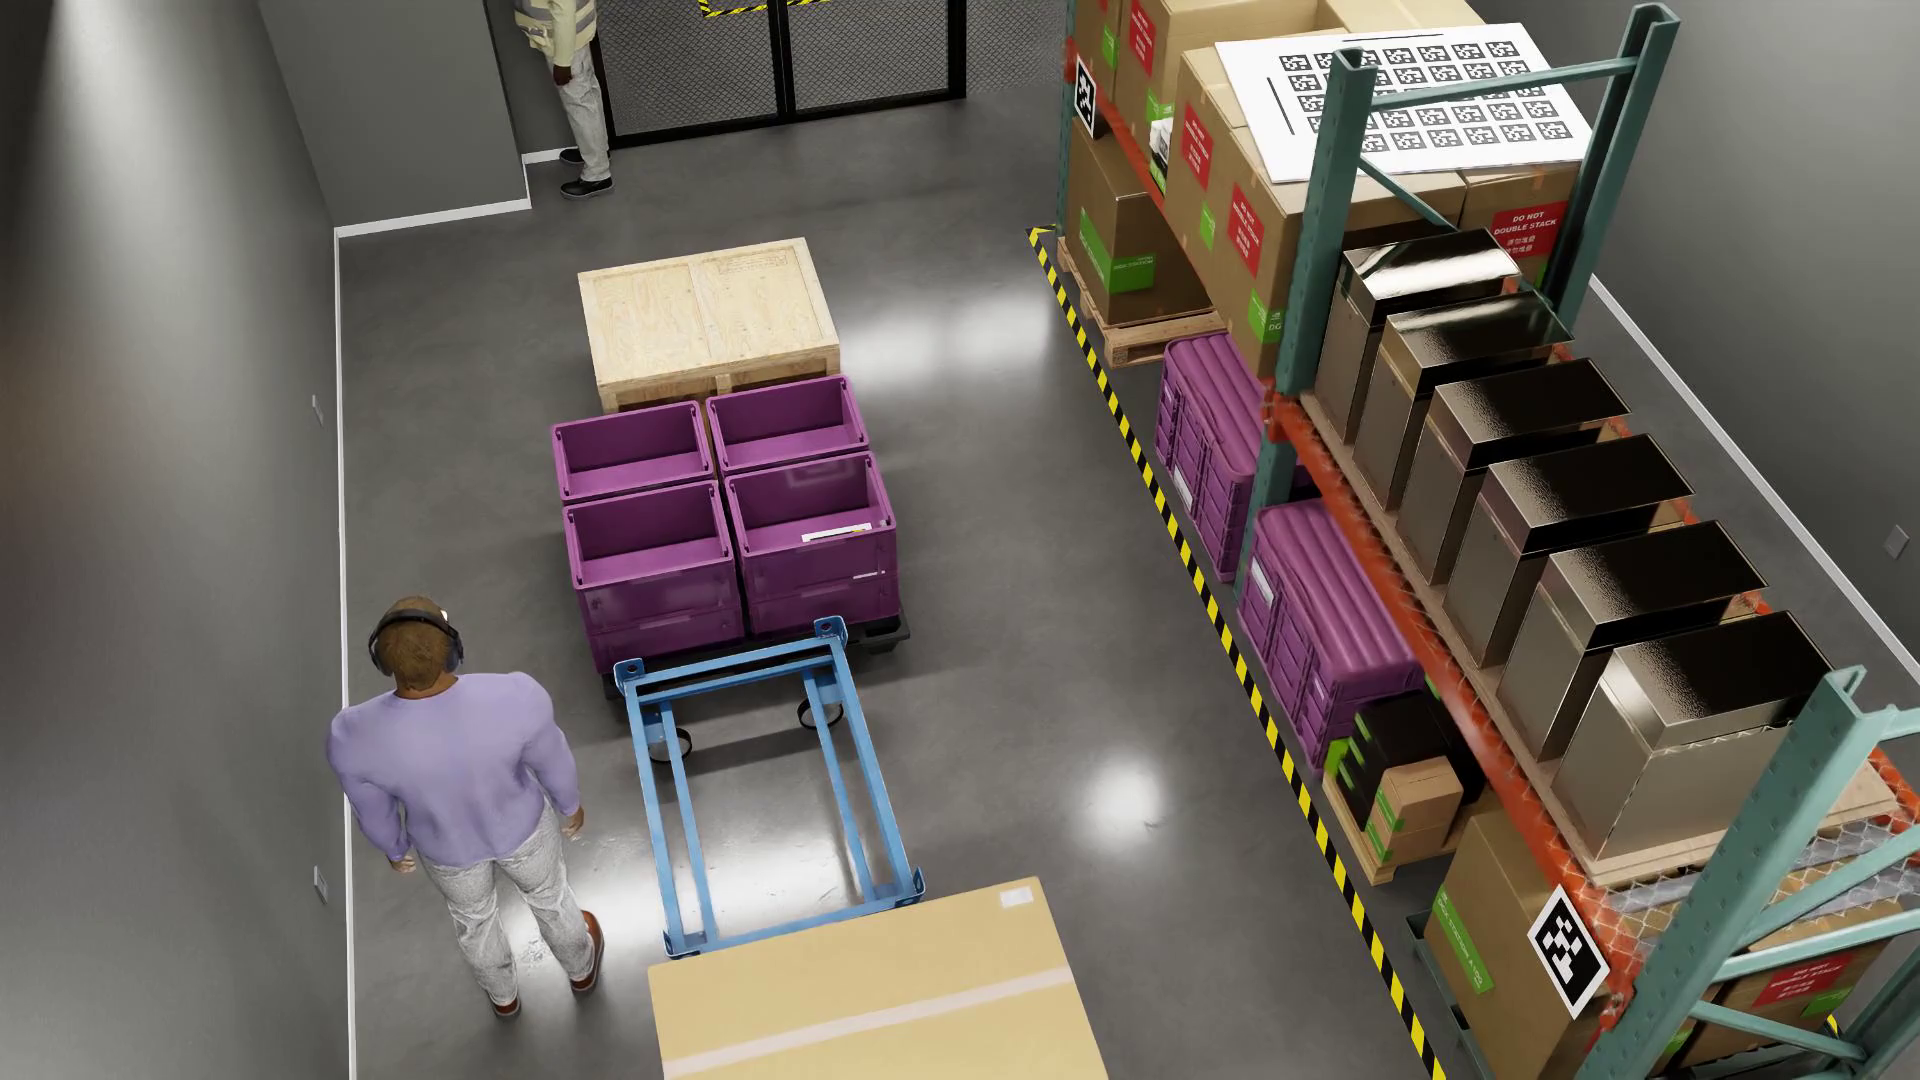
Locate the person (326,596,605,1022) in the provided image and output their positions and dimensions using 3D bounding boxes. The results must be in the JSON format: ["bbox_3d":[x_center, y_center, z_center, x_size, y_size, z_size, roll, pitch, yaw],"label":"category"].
[{"bbox_3d":[-1.465,0.866,5.091,0.635,1.937,0.354,-13,49,-12],"label":"person"}]

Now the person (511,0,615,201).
[{"bbox_3d":[-2.004,-2.562,8.310,0.404,1.830,0.603,-6,48,-5],"label":"person"}]
